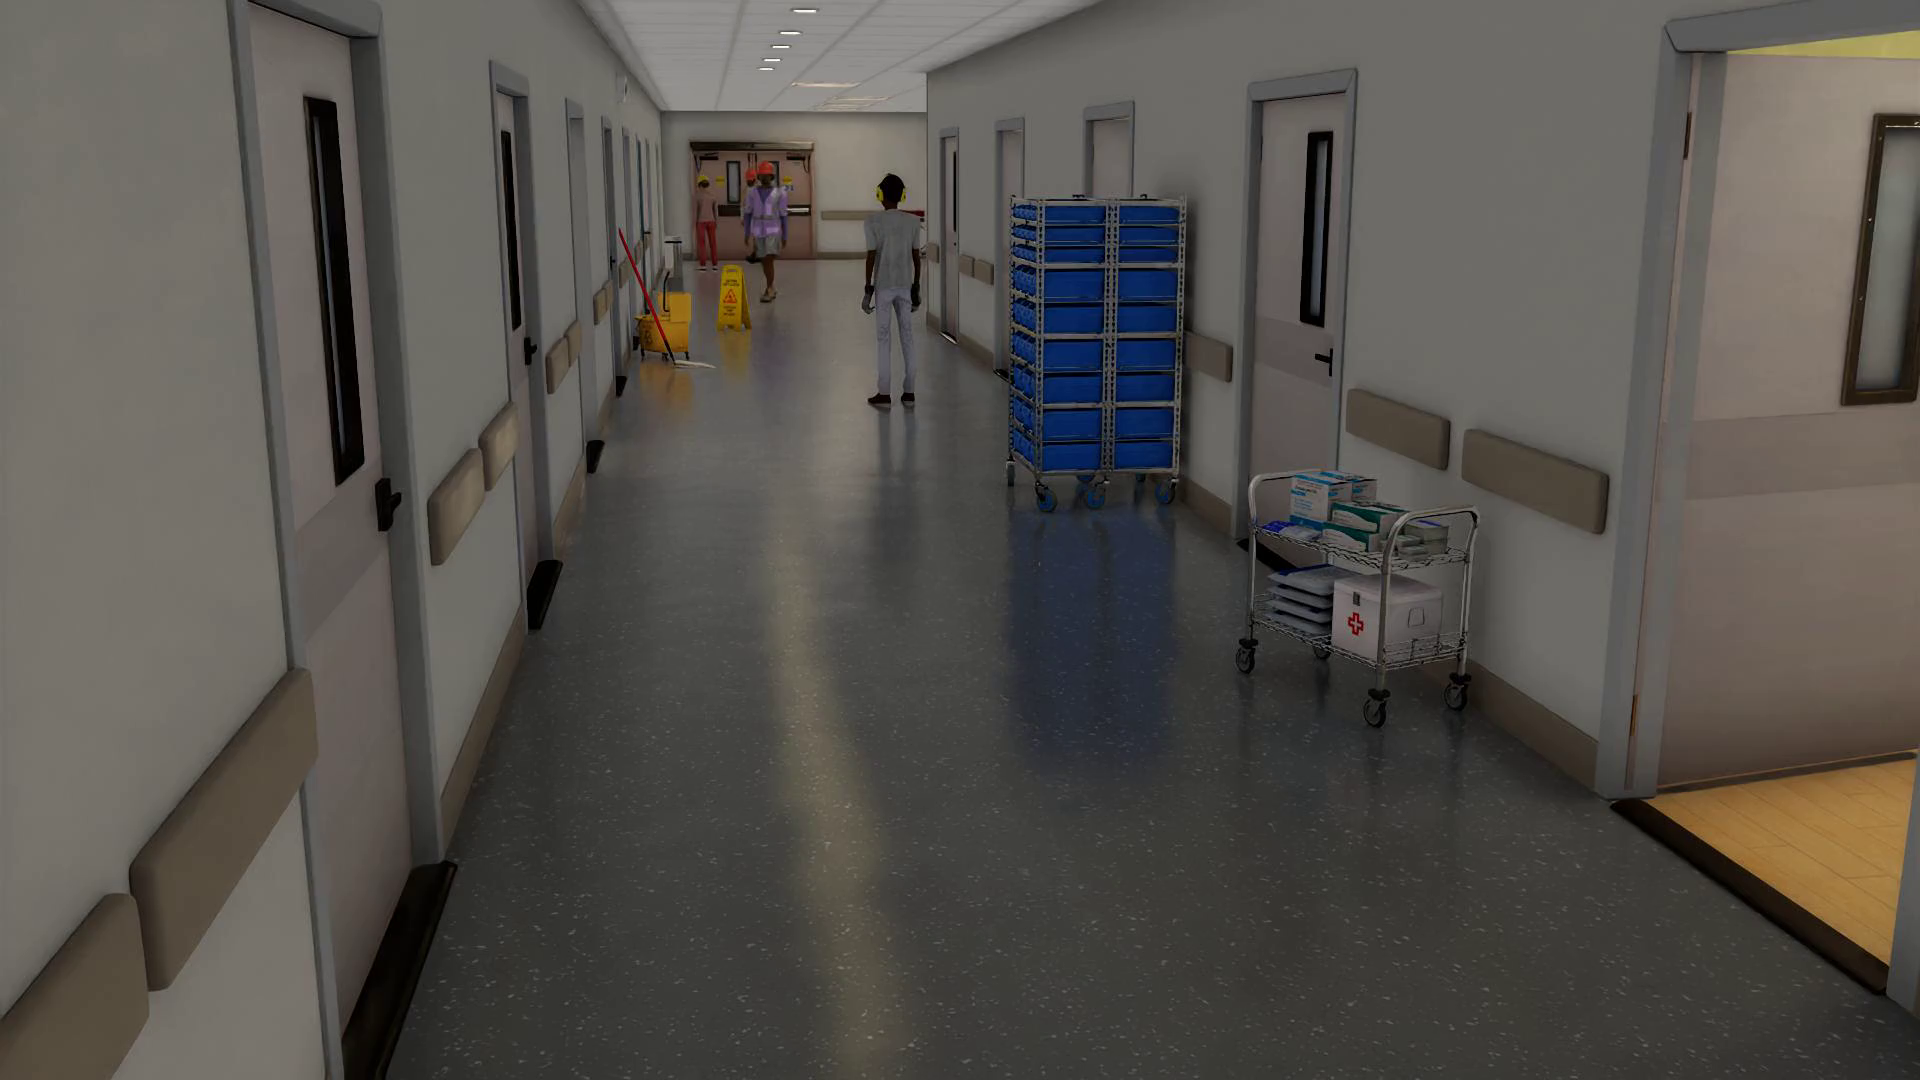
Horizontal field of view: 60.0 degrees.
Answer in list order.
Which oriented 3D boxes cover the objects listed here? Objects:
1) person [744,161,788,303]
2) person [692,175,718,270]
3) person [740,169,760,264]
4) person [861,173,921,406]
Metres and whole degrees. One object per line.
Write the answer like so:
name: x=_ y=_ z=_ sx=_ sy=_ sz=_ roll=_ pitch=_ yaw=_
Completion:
person: x=-2.772 y=-4.444 z=23.994 sx=0.601 sy=2.006 sz=1.043 roll=3 pitch=13 yaw=11
person: x=-4.768 y=-5.922 z=31.069 sx=0.533 sy=1.765 sz=0.330 roll=-8 pitch=15 yaw=-33
person: x=-4.127 y=-6.460 z=33.255 sx=0.629 sy=1.857 sz=1.061 roll=6 pitch=14 yaw=26
person: x=-0.559 y=-2.030 z=13.546 sx=0.515 sy=1.872 sz=0.328 roll=-6 pitch=14 yaw=-26
